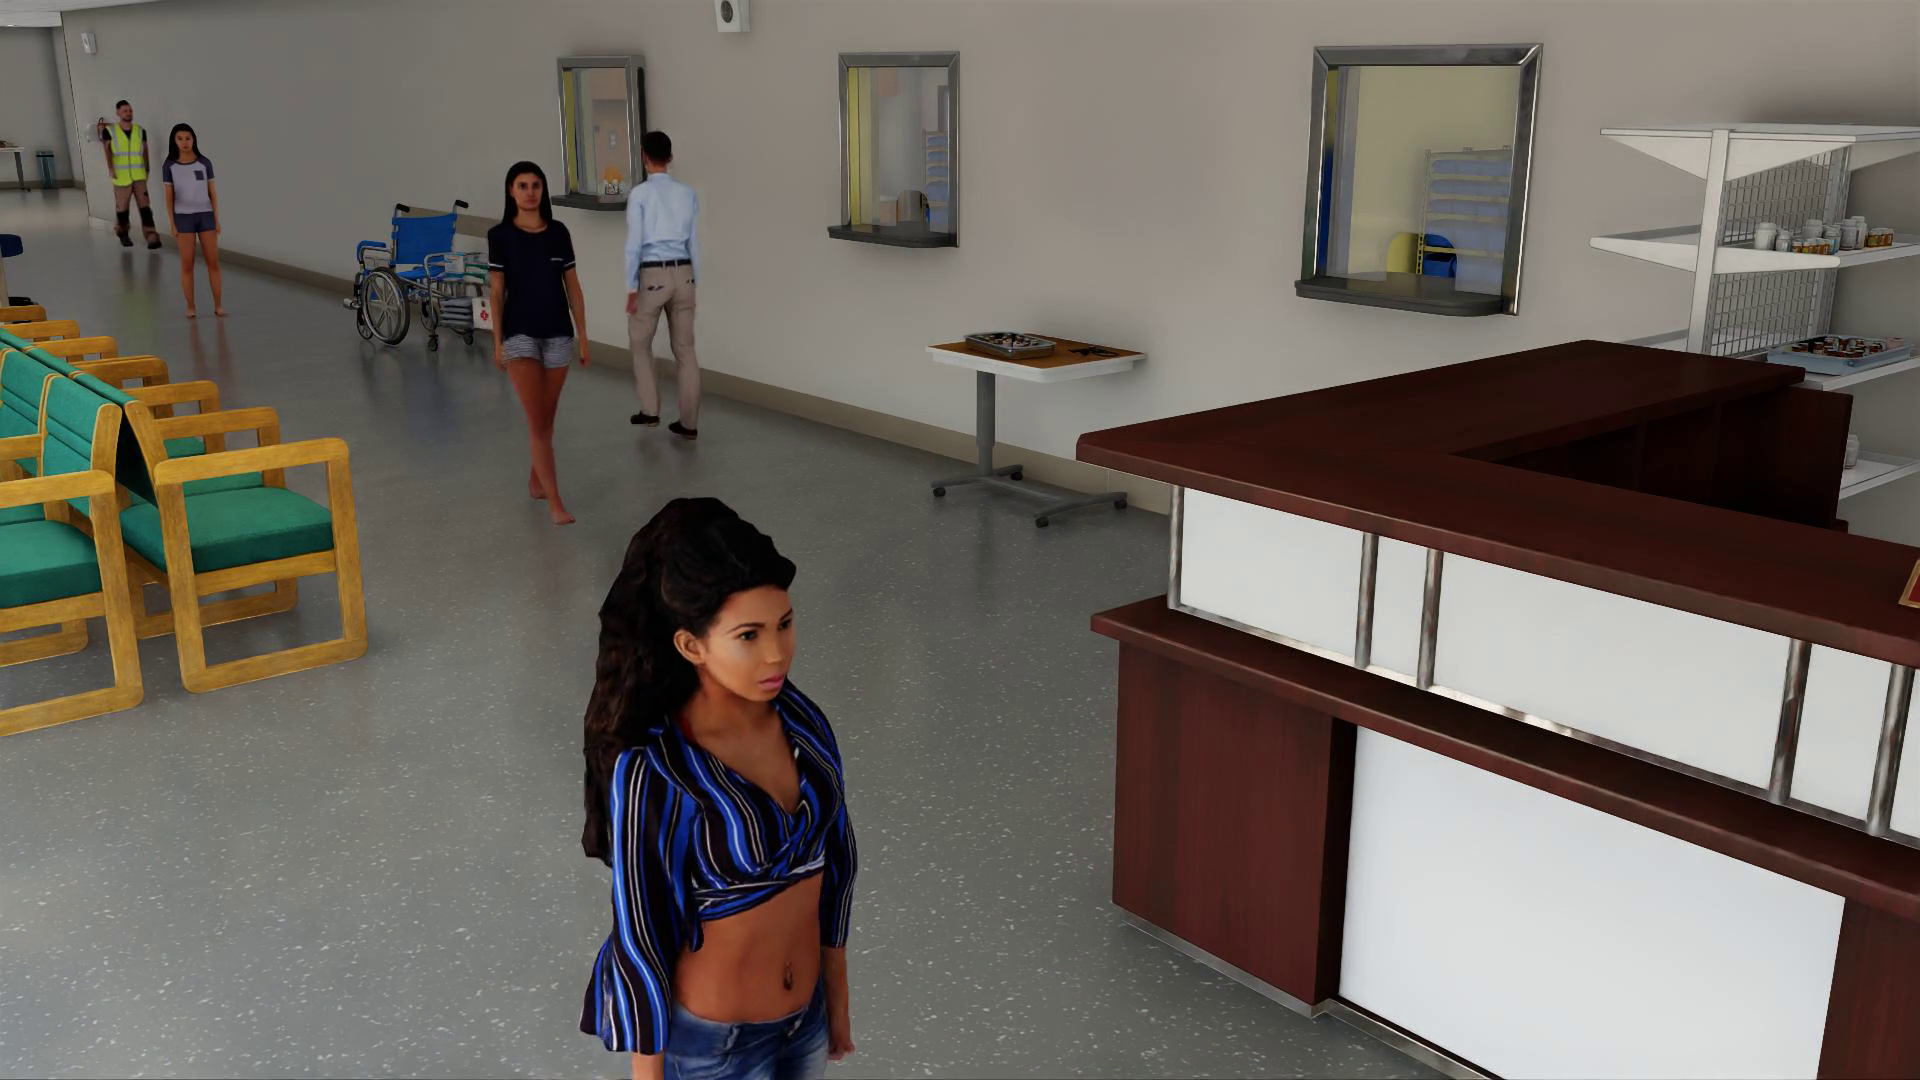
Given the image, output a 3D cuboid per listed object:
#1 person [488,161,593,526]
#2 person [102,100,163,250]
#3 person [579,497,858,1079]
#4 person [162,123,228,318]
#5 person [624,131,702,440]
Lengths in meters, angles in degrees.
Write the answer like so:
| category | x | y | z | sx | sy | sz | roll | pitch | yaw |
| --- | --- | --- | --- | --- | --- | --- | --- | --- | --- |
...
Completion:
| category | x | y | z | sx | sy | sz | roll | pitch | yaw |
| --- | --- | --- | --- | --- | --- | --- | --- | --- | --- |
| person | -2.111 | -0.962 | 8.276 | 1.105 | 1.715 | 0.808 | -8 | 18 | -26 |
| person | -10.427 | -4.543 | 20.803 | 1.044 | 1.809 | 0.731 | -13 | 20 | -39 |
| person | -0.377 | 0.730 | 2.492 | 0.817 | 1.597 | 0.991 | 12 | 19 | 35 |
| person | -6.967 | -2.906 | 15.136 | 0.456 | 1.734 | 0.658 | -10 | 19 | -32 |
| person | -1.743 | -1.501 | 9.983 | 0.722 | 1.826 | 0.802 | -10 | 19 | -32 |
